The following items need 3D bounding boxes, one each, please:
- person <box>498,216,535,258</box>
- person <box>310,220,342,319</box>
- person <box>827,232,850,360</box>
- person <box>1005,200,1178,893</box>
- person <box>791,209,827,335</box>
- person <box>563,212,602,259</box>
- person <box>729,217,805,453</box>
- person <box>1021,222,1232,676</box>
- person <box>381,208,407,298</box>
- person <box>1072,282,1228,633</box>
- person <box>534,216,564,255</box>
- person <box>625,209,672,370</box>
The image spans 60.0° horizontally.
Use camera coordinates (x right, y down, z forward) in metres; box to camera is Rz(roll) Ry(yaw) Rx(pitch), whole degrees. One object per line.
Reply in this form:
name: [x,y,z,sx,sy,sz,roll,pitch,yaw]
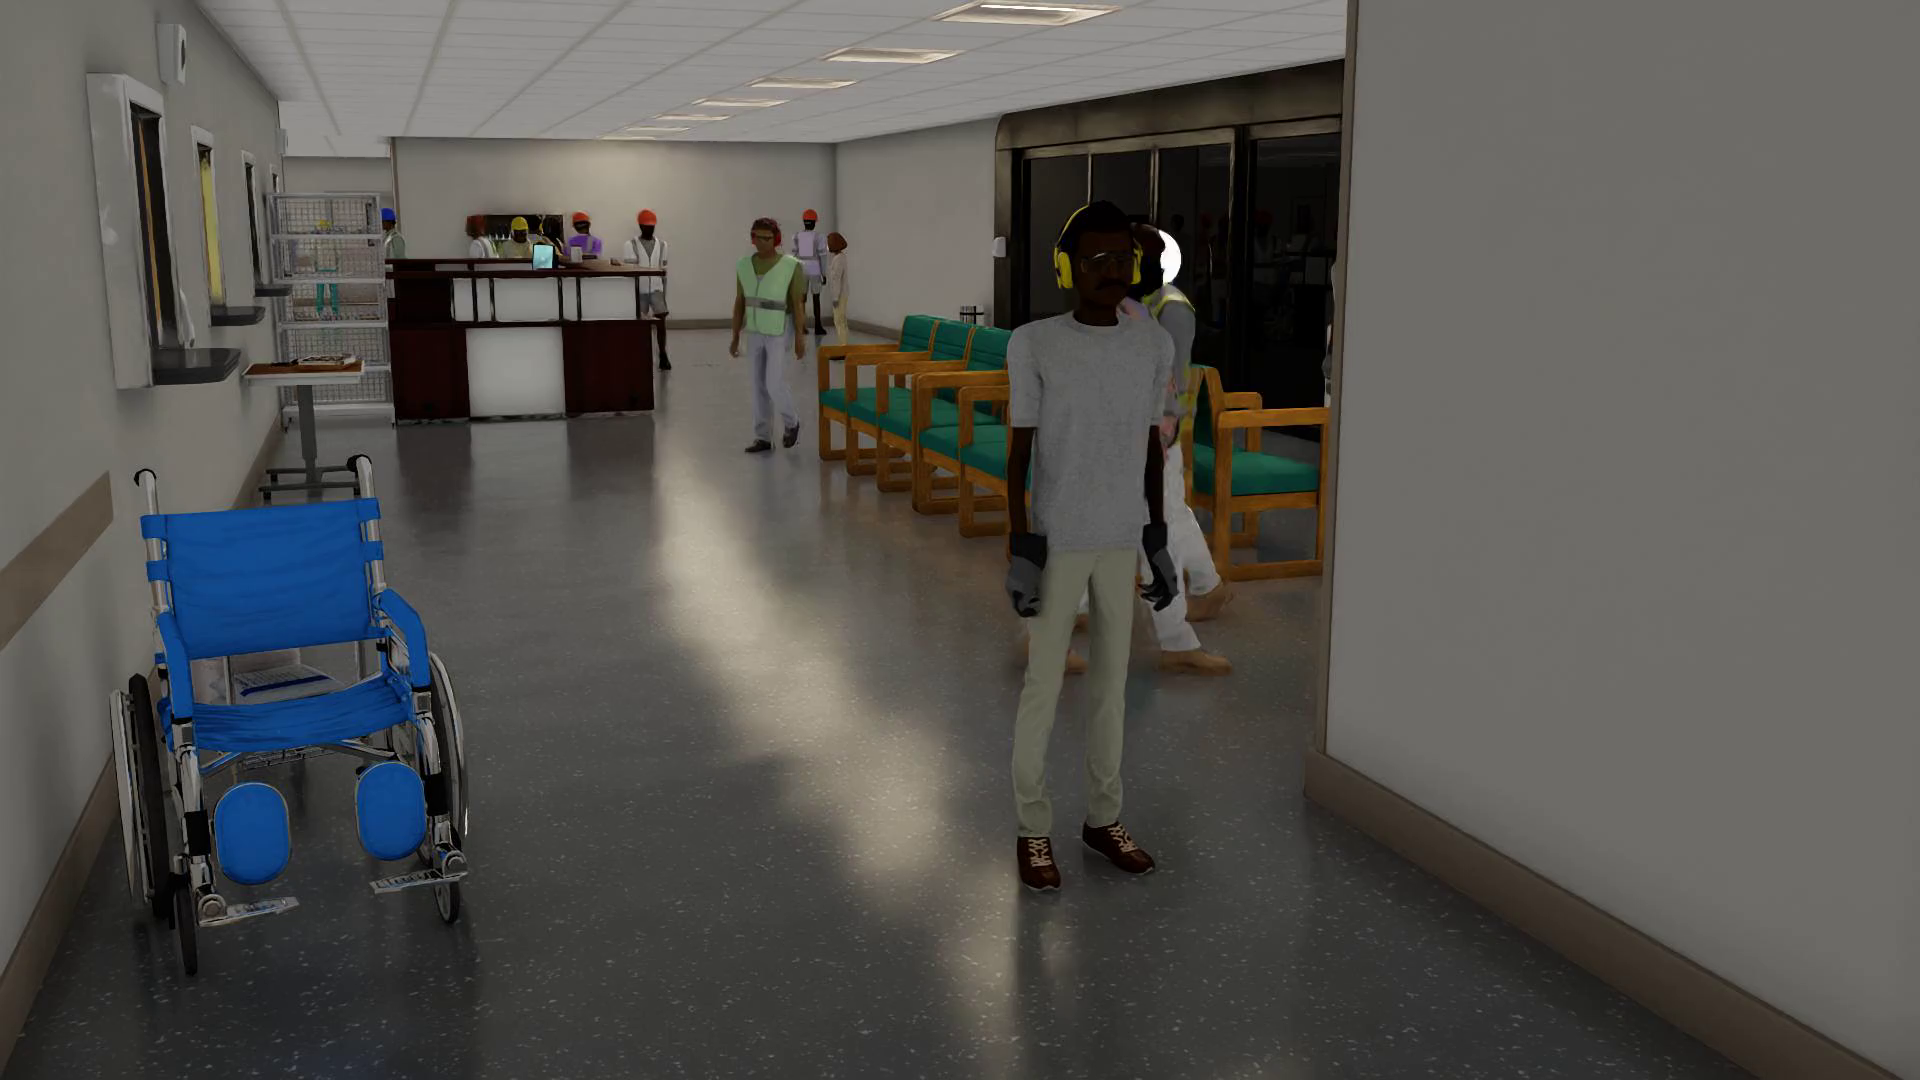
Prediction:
person: [-5.848,-3.397,22.242,0.596,1.828,0.403,-7,13,-33]
person: [-11.352,-4.844,29.815,0.526,1.765,0.329,-6,12,-27]
person: [-1.555,-3.102,21.242,0.285,1.627,0.504,1,11,3]
person: [0.368,0.021,4.569,0.521,1.873,0.335,-4,12,-20]
person: [-2.328,-4.156,25.835,0.552,1.935,0.374,3,11,14]
person: [-4.773,-3.220,21.179,0.584,1.882,0.610,3,11,15]
person: [-1.488,-1.575,12.886,0.608,1.822,0.433,6,12,28]
person: [0.643,-0.339,6.574,0.813,1.814,0.629,5,12,23]
person: [-8.240,-3.836,24.174,0.409,1.943,0.615,-7,13,-33]
person: [0.825,-0.476,7.332,0.915,1.808,0.617,-8,14,-35]
person: [-5.355,-3.324,21.857,0.431,1.836,0.626,2,11,11]
person: [-3.690,-2.969,19.821,0.552,1.901,0.841,-5,12,-25]
